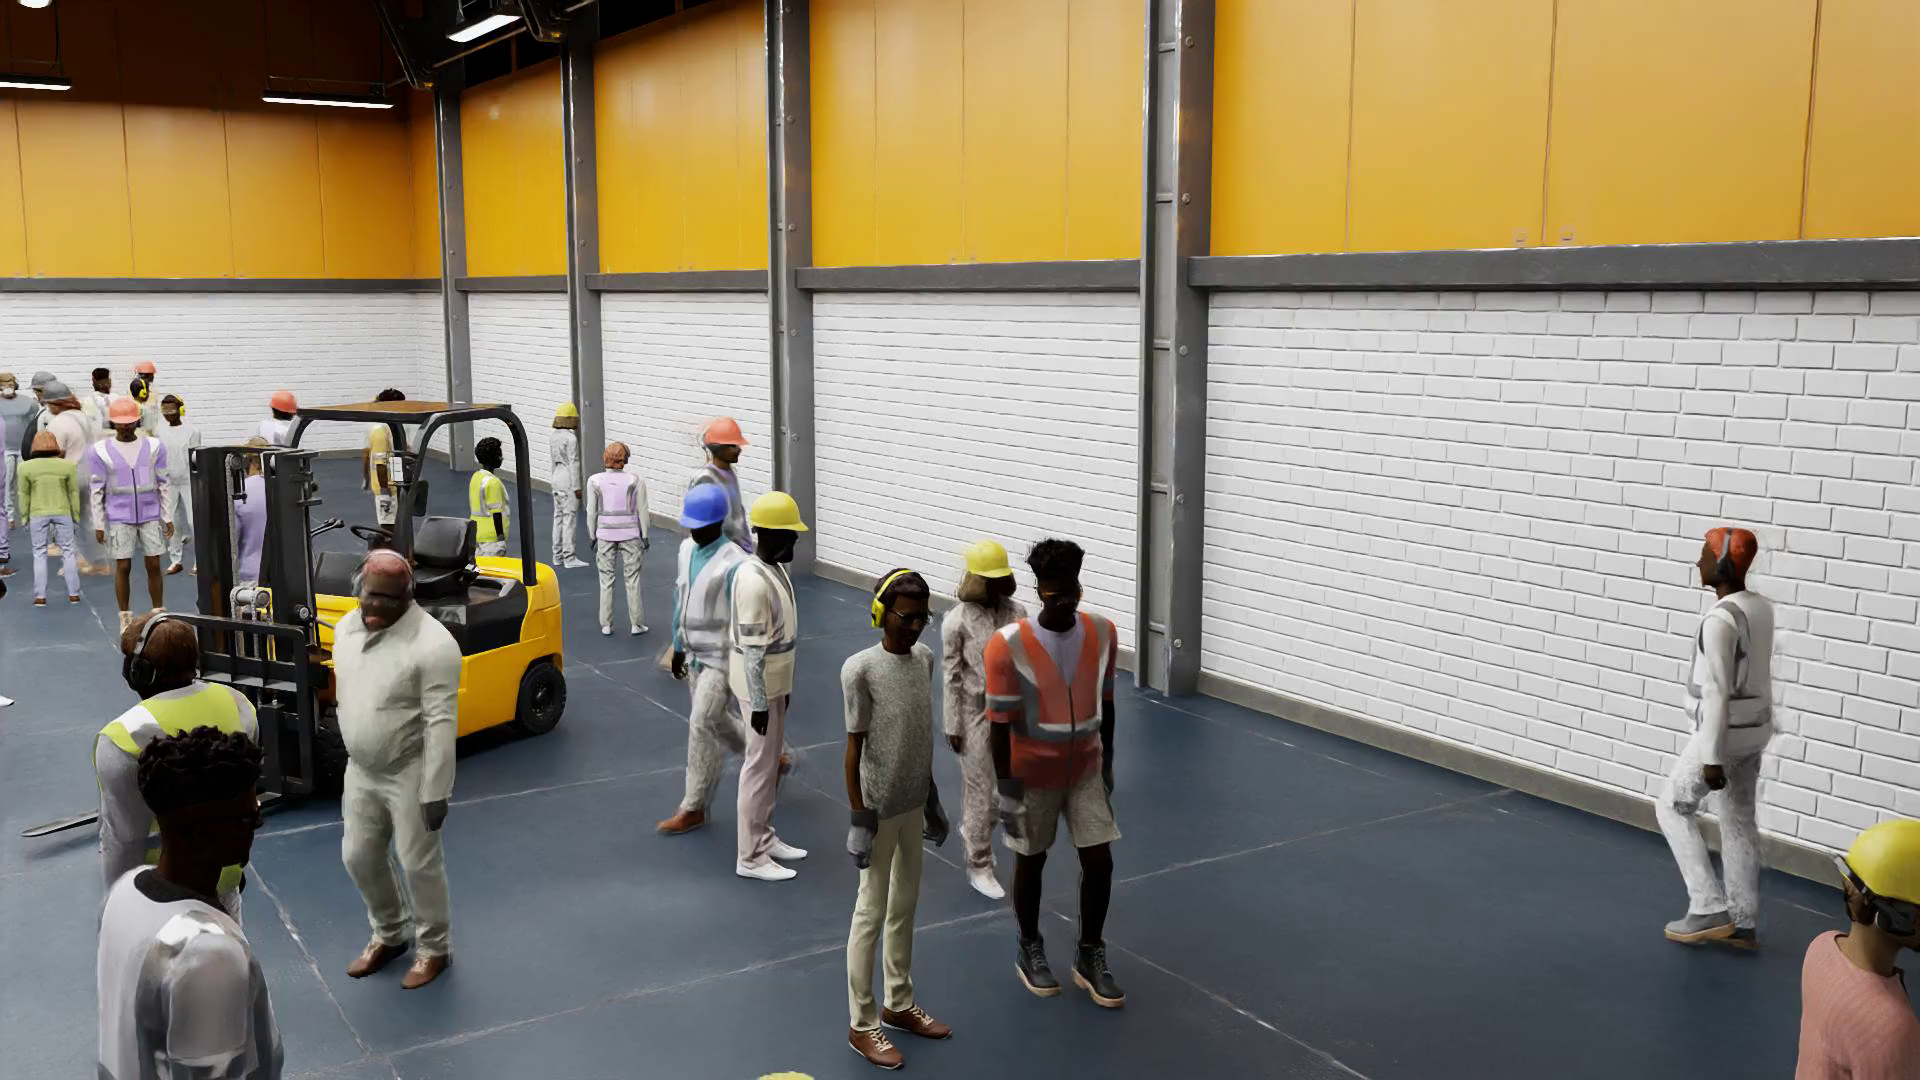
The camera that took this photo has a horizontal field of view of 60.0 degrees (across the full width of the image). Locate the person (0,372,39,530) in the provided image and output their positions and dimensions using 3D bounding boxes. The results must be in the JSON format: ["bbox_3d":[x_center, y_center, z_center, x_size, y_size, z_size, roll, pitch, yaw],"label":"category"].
[{"bbox_3d":[-11.530,-1.076,20.258,0.636,1.928,0.387,-5,10,-33],"label":"person"}]

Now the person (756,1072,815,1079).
[{"bbox_3d":[-0.208,1.639,2.581,0.825,1.731,0.544,-5,10,-29],"label":"person"}]

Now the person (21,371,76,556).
[{"bbox_3d":[-10.012,-0.844,18.290,0.536,2.000,0.688,-5,10,-31],"label":"person"}]

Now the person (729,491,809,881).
[{"bbox_3d":[-0.934,0.712,8.225,0.397,1.918,0.588,1,8,4],"label":"person"}]

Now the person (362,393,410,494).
[{"bbox_3d":[-6.265,-0.708,18.247,0.534,1.800,1.005,-5,10,-32],"label":"person"}]

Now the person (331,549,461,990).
[{"bbox_3d":[-2.296,0.944,6.822,0.674,1.868,0.492,4,9,24],"label":"person"}]

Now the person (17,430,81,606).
[{"bbox_3d":[-8.415,-0.205,15.392,0.499,1.624,0.303,-5,10,-30],"label":"person"}]

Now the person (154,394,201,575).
[{"bbox_3d":[-7.972,-0.560,16.992,0.506,1.864,0.331,1,8,5],"label":"person"}]

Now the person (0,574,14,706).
[{"bbox_3d":[-6.829,0.234,11.409,0.363,1.928,0.587,3,9,19],"label":"person"}]

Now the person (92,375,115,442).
[{"bbox_3d":[-11.160,-1.284,21.806,0.352,1.880,0.577,0,8,0],"label":"person"}]

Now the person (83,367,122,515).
[{"bbox_3d":[-11.178,-1.295,21.763,0.508,1.930,0.648,2,9,16],"label":"person"}]

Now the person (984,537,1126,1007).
[{"bbox_3d":[0.390,0.934,6.667,0.621,1.928,0.660,-3,9,-20],"label":"person"}]

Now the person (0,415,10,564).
[{"bbox_3d":[-10.362,-0.690,17.701,0.407,1.910,0.638,-4,9,-23],"label":"person"}]

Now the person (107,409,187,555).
[{"bbox_3d":[-9.060,-0.696,18.383,0.533,1.729,0.905,7,11,41],"label":"person"}]

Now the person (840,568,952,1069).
[{"bbox_3d":[-0.236,1.026,6.288,0.326,1.865,0.518,6,10,36],"label":"person"}]

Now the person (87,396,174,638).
[{"bbox_3d":[-6.922,-0.188,13.924,0.612,2.030,0.403,-6,11,-36],"label":"person"}]

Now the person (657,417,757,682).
[{"bbox_3d":[-1.777,0.090,12.164,1.012,2.002,0.608,1,8,5],"label":"person"}]

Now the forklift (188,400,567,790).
[{"bbox_3d":[-3.529,0.258,10.348,1.214,2.155,2.313,4,9,25],"label":"forklift"}]

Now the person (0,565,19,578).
[{"bbox_3d":[-9.866,-0.378,16.619,0.516,1.596,0.765,5,10,31],"label":"person"}]

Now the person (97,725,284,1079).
[{"bbox_3d":[-1.668,1.367,3.677,0.372,1.957,0.609,-8,12,-43],"label":"person"}]

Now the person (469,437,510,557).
[{"bbox_3d":[-3.900,-0.012,13.838,0.316,1.695,0.541,-6,10,-34],"label":"person"}]

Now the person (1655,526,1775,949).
[{"bbox_3d":[3.343,0.868,7.309,0.572,1.866,0.486,-7,11,-41],"label":"person"}]

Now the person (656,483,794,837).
[{"bbox_3d":[-1.250,0.612,8.938,0.792,1.903,0.648,-6,11,-37],"label":"person"}]

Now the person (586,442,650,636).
[{"bbox_3d":[-2.869,-0.005,13.986,0.523,1.638,0.310,0,8,-1],"label":"person"}]

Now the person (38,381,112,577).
[{"bbox_3d":[-8.964,-0.617,16.761,0.569,2.000,0.698,0,8,0],"label":"person"}]

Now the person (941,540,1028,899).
[{"bbox_3d":[0.134,0.844,7.967,0.502,1.723,0.411,-6,10,-35],"label":"person"}]

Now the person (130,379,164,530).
[{"bbox_3d":[-9.888,-1.015,20.082,0.526,1.856,0.344,3,9,22],"label":"person"}]

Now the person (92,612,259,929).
[{"bbox_3d":[-2.611,1.148,5.530,0.429,1.846,0.626,2,9,16],"label":"person"}]

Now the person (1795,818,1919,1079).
[{"bbox_3d":[1.997,1.465,3.689,0.345,1.758,0.532,2,9,12],"label":"person"}]

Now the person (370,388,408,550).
[{"bbox_3d":[-5.545,-0.501,16.231,0.364,1.962,0.611,-1,8,-4],"label":"person"}]

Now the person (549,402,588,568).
[{"bbox_3d":[-4.137,-0.581,17.552,0.323,1.737,0.487,-7,11,-41],"label":"person"}]

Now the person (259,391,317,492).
[{"bbox_3d":[-7.049,-0.614,17.319,0.687,1.883,0.439,6,10,35],"label":"person"}]
